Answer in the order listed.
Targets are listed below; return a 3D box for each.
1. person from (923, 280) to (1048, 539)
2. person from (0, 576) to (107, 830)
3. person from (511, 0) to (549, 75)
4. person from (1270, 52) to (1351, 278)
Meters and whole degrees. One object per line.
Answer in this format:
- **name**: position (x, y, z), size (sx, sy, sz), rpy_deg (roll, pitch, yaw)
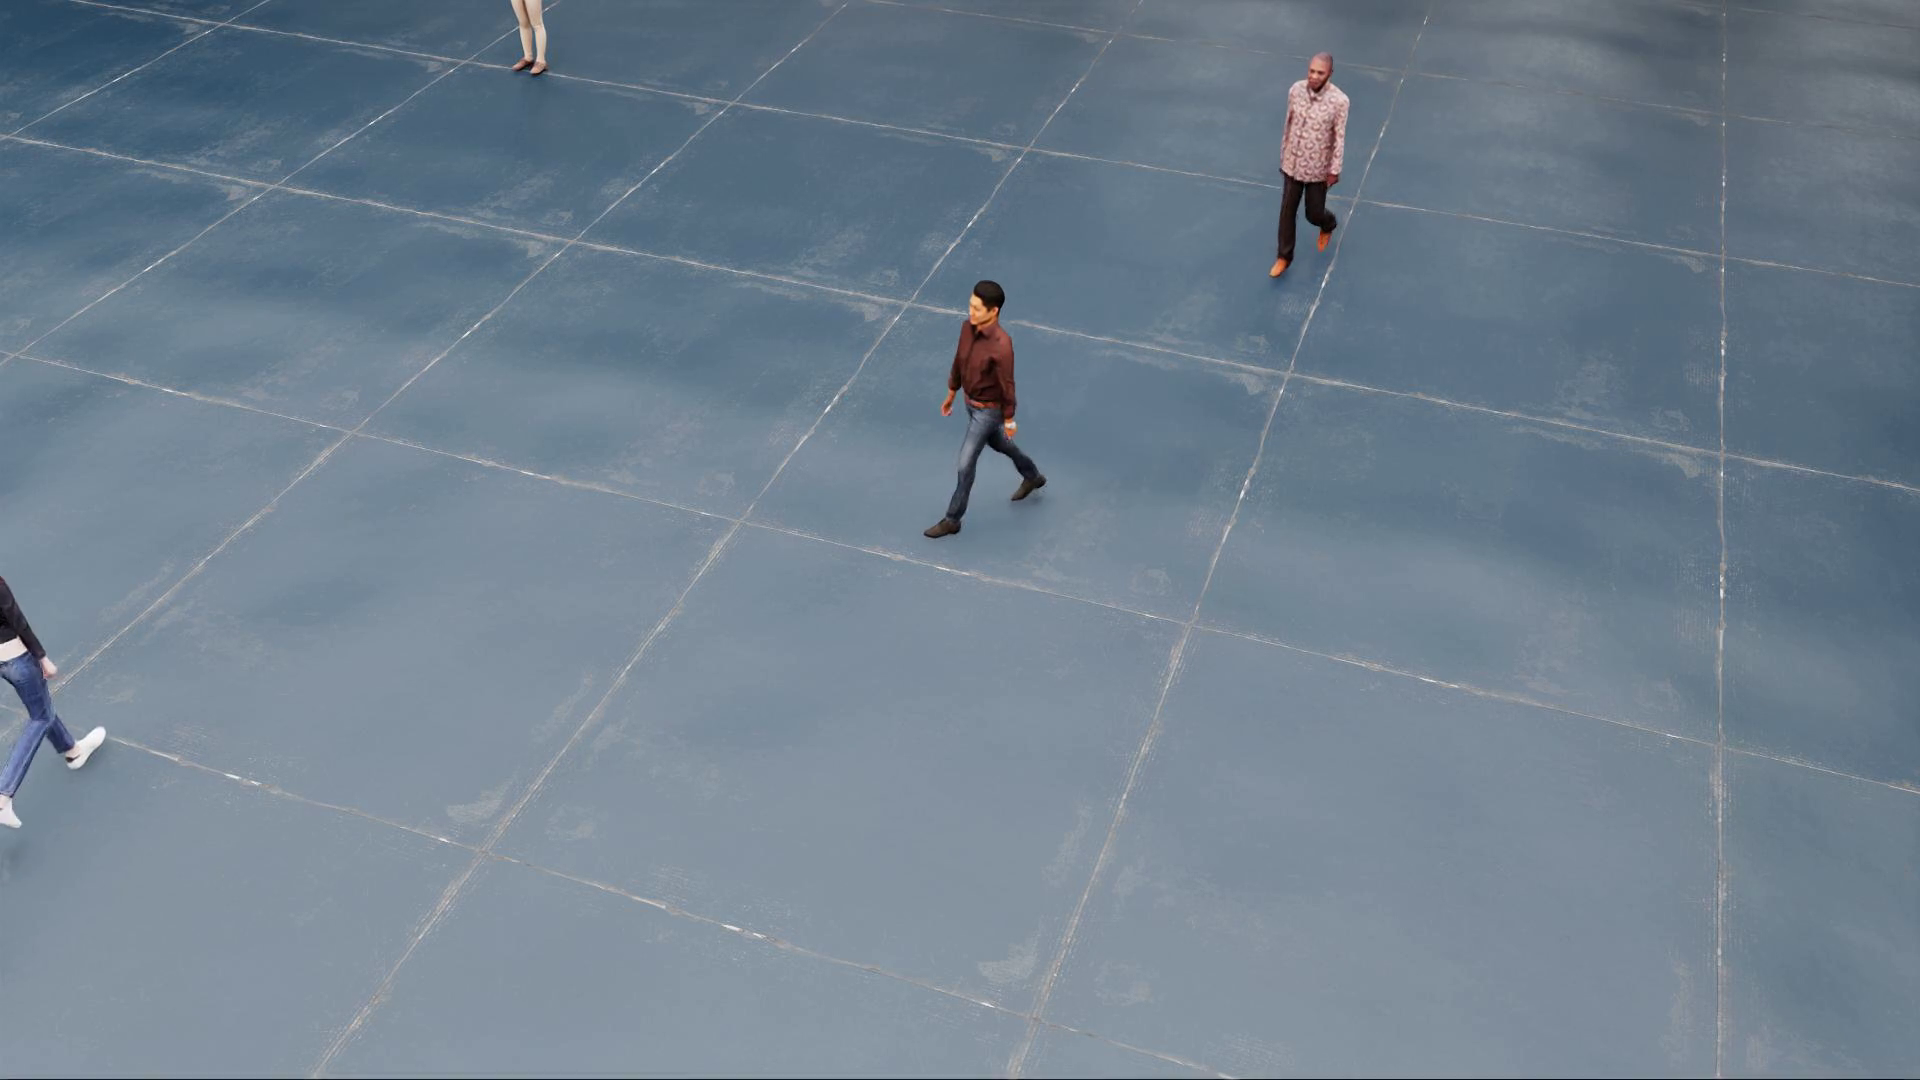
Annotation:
- **person**: position (0.233, -0.846, 10.328), size (1.226, 1.739, 1.138), rpy_deg (-18, 42, -22)
- **person**: position (-4.834, 0.679, 8.355), size (0.643, 1.768, 1.119), rpy_deg (8, 39, 10)
- **person**: position (-4.252, -5.431, 16.259), size (0.632, 1.653, 0.569), rpy_deg (13, 40, 16)
- **person**: position (2.752, -2.960, 12.995), size (0.849, 1.784, 1.065), rpy_deg (24, 44, 28)
